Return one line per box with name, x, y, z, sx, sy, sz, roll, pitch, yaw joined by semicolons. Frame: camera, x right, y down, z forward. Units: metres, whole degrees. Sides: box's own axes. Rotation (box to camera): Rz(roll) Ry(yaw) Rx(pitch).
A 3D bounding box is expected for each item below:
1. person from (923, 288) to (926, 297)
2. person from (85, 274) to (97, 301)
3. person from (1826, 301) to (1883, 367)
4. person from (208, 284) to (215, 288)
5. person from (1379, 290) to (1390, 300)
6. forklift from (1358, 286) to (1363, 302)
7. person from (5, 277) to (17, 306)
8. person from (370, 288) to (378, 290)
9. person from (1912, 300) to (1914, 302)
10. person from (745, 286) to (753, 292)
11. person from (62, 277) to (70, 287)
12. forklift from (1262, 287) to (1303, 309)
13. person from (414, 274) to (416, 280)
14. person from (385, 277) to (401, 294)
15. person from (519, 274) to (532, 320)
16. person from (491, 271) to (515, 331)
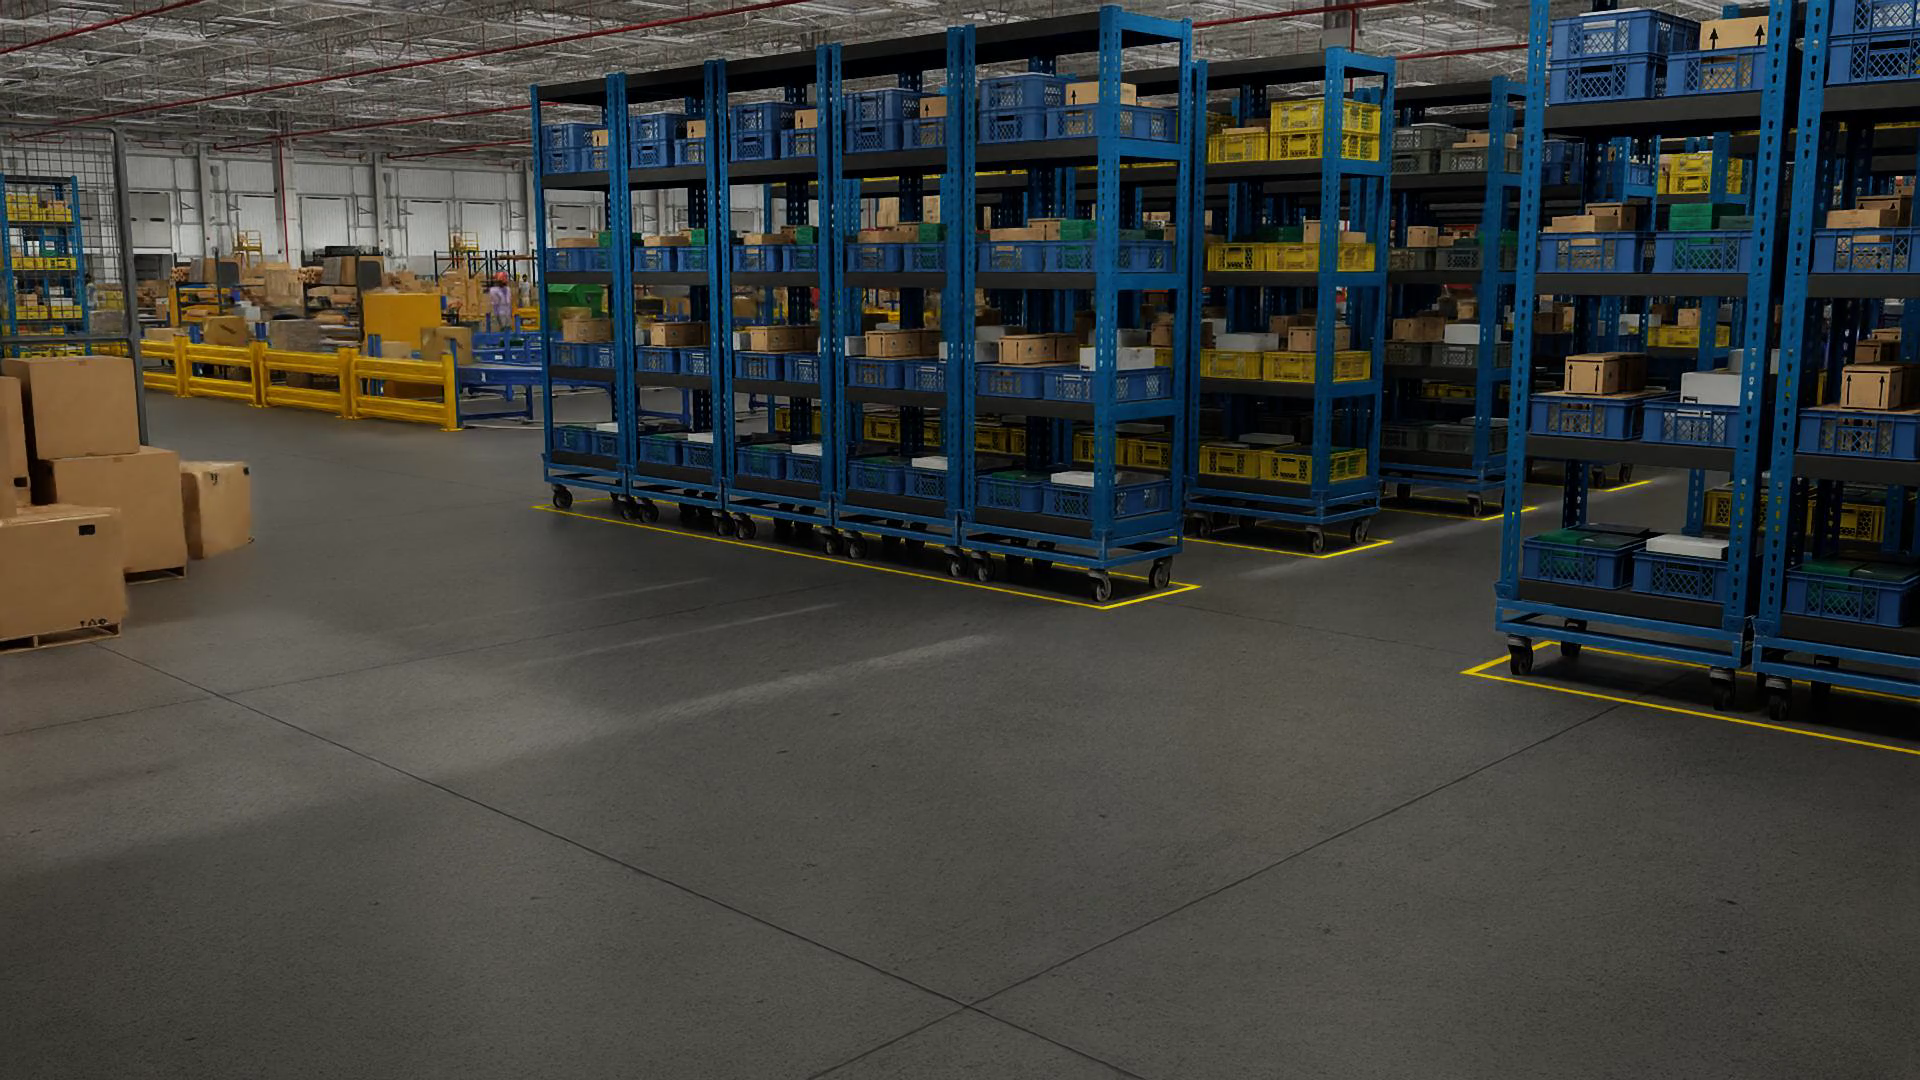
person;-1.291;-8.362;59.140;0.842;1.580;0.519;7;12;39
person;-28.812;-7.874;55.228;0.736;1.900;0.596;-6;11;-34
person;7.738;-1.153;14.340;0.988;1.793;0.567;-9;13;-43
person;-34.756;-11.456;77.296;0.469;1.859;0.541;0;9;-2
person;10.656;-5.653;42.196;0.936;1.713;0.516;-3;10;-20
forklift;11.100;-7.017;46.970;1.873;2.768;1.129;9;13;43
person;-31.089;-7.833;54.846;0.885;1.932;0.632;-2;9;-10
person;-20.896;-8.508;59.638;0.892;1.726;0.537;-7;12;-39
person;14.929;-3.099;25.663;0.612;1.991;0.391;4;10;24
person;-7.771;-8.937;61.675;0.547;1.918;0.559;0;9;-1
person;-44.351;-12.246;82.303;0.632;1.816;0.817;1;9;8
forklift;10.769;-8.203;54.240;1.129;2.768;1.873;8;12;42
person;-25.741;-11.687;78.771;0.577;1.853;0.943;4;10;24
person;-13.446;-5.360;39.868;0.876;1.871;0.673;-4;10;-23
person;-17.516;-9.779;67.014;0.512;1.865;0.329;-6;11;-32
person;-11.021;-5.475;40.179;0.467;2.006;0.611;7;12;37
